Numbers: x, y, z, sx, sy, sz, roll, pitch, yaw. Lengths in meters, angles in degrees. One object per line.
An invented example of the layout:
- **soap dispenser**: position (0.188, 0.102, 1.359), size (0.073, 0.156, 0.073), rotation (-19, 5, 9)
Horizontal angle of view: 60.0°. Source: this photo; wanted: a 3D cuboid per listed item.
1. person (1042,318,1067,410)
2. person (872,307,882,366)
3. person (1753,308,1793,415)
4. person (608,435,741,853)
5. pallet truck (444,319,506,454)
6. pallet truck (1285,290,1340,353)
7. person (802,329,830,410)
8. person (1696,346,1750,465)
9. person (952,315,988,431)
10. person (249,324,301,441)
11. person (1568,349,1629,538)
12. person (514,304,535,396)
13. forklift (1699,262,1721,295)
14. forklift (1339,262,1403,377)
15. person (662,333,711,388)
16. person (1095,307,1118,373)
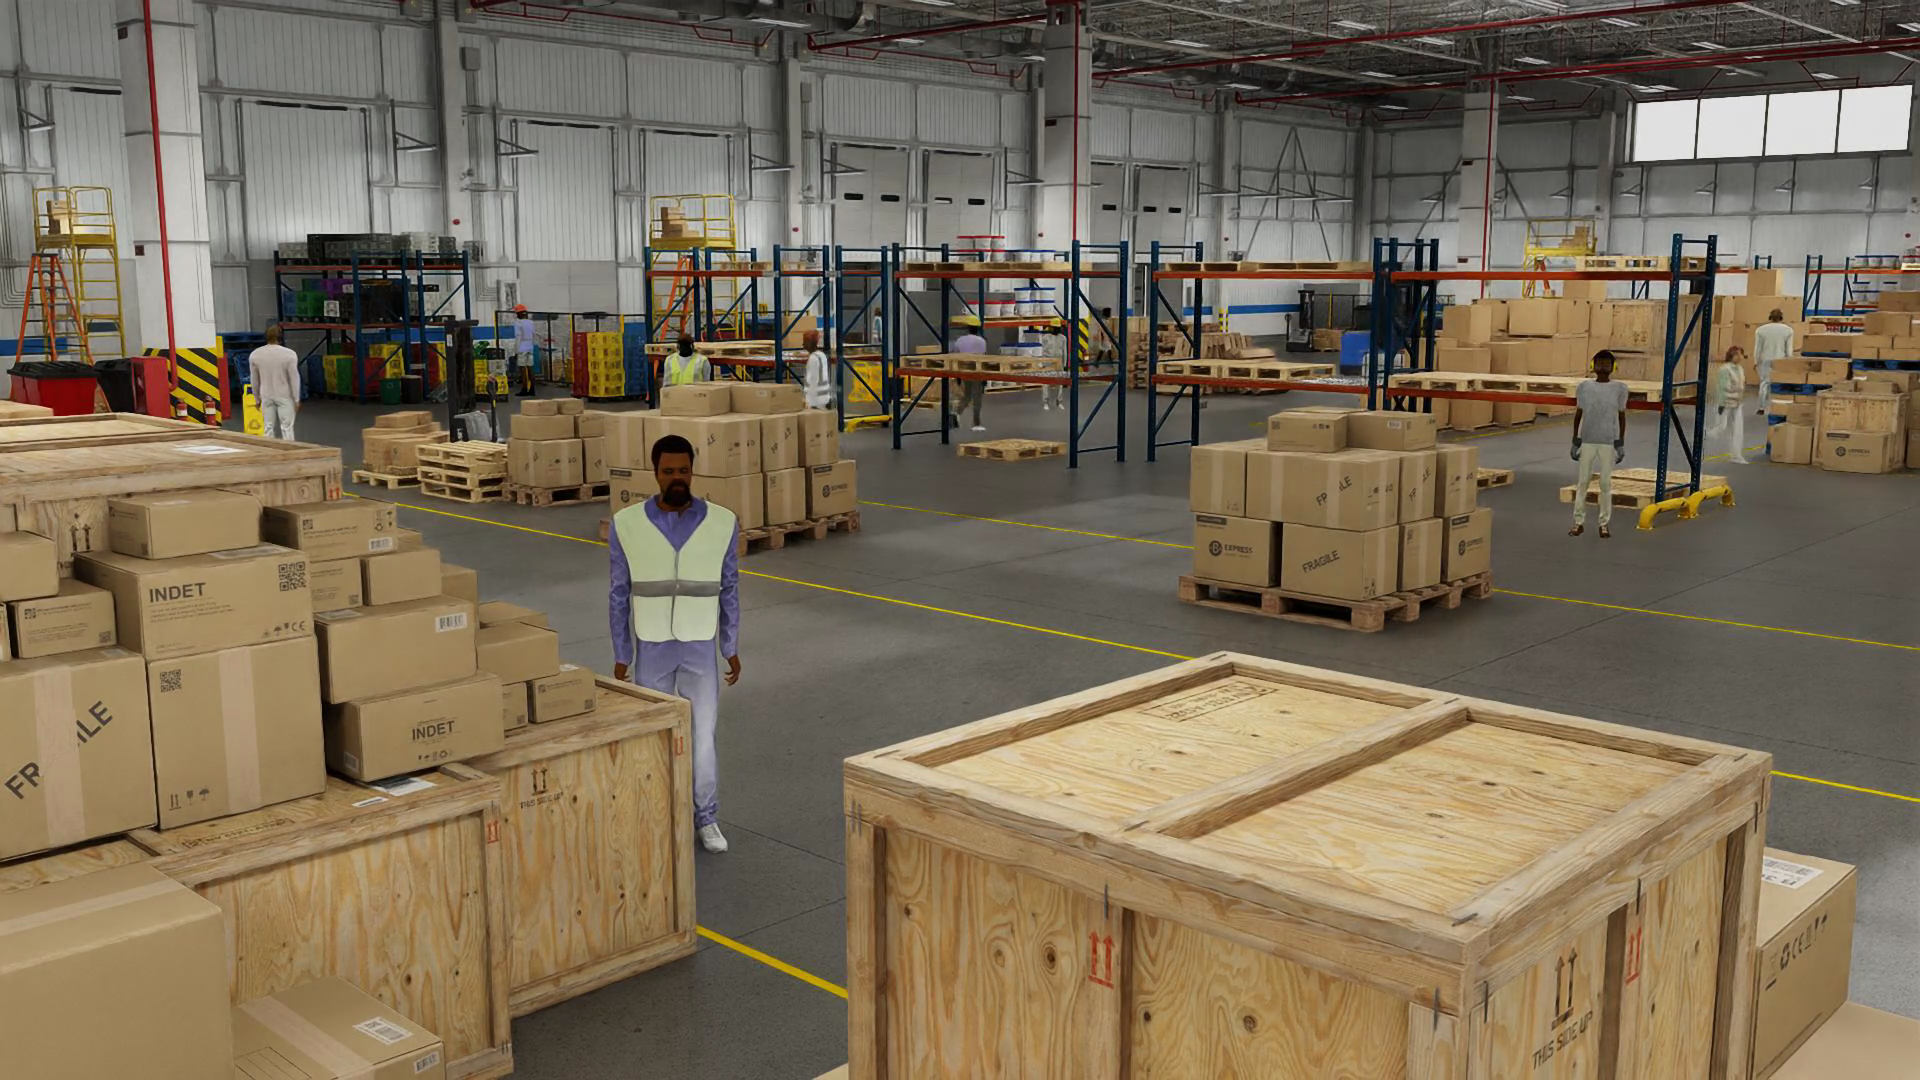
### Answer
- **person**: position (1.784, -3.316, 31.396), size (0.484, 1.735, 0.344), rotation (-2, 9, -11)
- **person**: position (-2.186, -5.401, 44.494), size (0.315, 1.633, 0.521), rotation (-1, 9, -5)
- **person**: position (14.781, -3.235, 30.257), size (0.635, 1.937, 0.353), rotation (4, 10, 21)
- **person**: position (-1.291, 0.478, 7.557), size (0.592, 1.919, 0.382), rotation (-3, 10, -16)
- **pallet truck**: position (-6.981, -1.942, 22.150), size (1.885, 1.965, 0.823), rotation (1, 9, 9)
- **pallet truck**: position (11.297, -6.951, 52.861), size (1.885, 1.965, 0.823), rotation (-5, 11, -29)
- **person**: position (-1.891, -1.849, 21.966), size (0.454, 1.867, 0.614), rotation (2, 9, 12)
- **person**: position (10.481, -1.852, 22.764), size (0.525, 1.612, 0.715), rotation (-5, 11, -30)
- **person**: position (0.157, -2.723, 27.227), size (0.593, 1.912, 0.555), rotation (8, 12, 39)
- **person**: position (-8.891, -1.826, 21.641), size (0.629, 1.934, 0.378), rotation (0, 9, 2)
- **person**: position (6.314, -0.952, 16.467), size (0.507, 1.874, 0.329), rotation (4, 10, 24)
- **person**: position (-9.111, -3.960, 34.721), size (0.362, 1.934, 0.543), rotation (5, 10, 27)
- **forklift**: position (20.092, -6.078, 44.812), size (1.873, 2.768, 1.129), rotation (3, 10, 17)
- **forklift**: position (10.286, -5.341, 40.291), size (1.873, 2.768, 1.129), rotation (9, 13, 43)
- **person**: position (-3.515, -1.733, 21.339), size (0.629, 1.846, 0.429), rotation (1, 9, 5)
- **person**: position (3.809, -5.101, 42.508), size (0.785, 1.661, 0.545), rotation (1, 9, 5)
